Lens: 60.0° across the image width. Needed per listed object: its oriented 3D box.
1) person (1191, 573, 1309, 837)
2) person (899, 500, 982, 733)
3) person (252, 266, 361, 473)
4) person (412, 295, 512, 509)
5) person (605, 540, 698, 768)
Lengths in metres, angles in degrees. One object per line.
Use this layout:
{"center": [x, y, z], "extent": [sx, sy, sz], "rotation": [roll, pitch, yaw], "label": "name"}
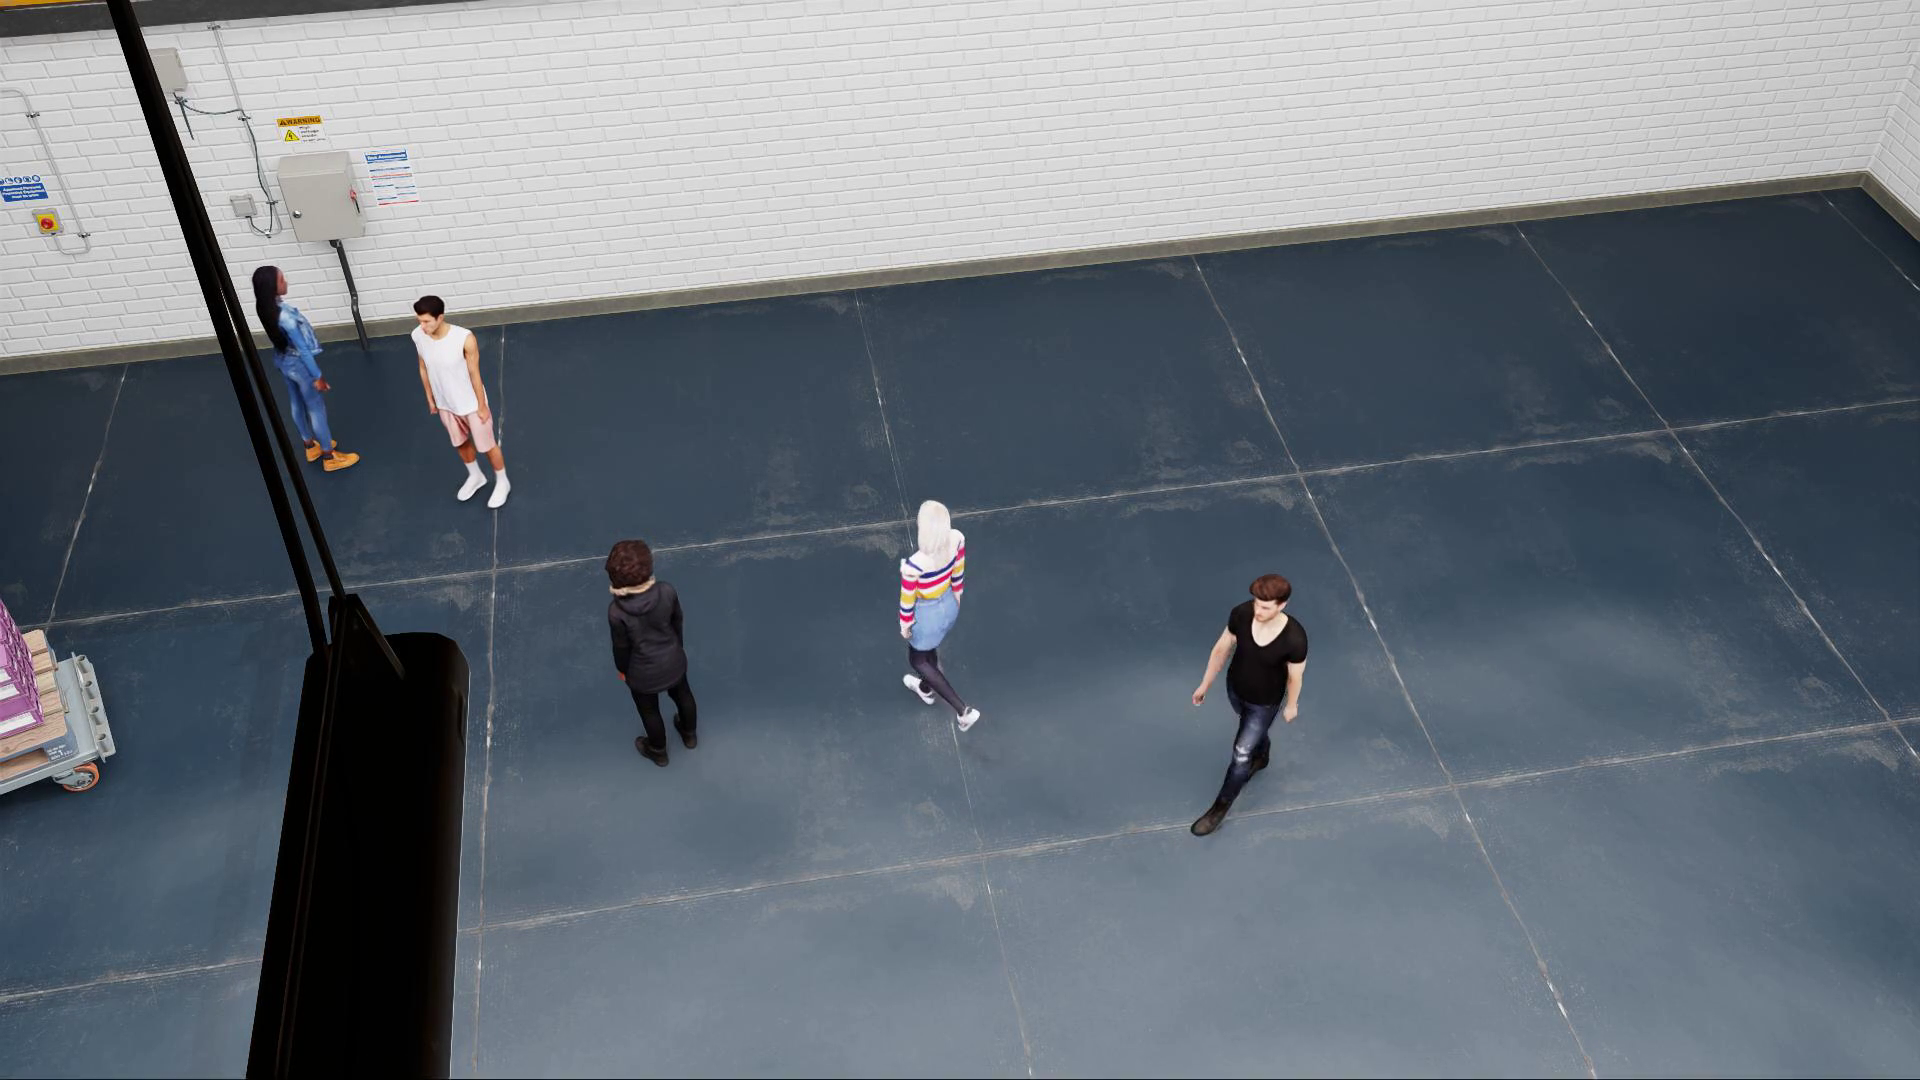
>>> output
{"center": [1.790, 0.836, 9.784], "extent": [1.075, 1.859, 1.113], "rotation": [-32, 52, -29], "label": "person"}
{"center": [-0.121, 0.492, 10.196], "extent": [0.967, 1.791, 1.090], "rotation": [-33, 53, -30], "label": "person"}
{"center": [-4.815, -1.242, 12.073], "extent": [0.649, 1.712, 0.739], "rotation": [32, 52, 29], "label": "person"}
{"center": [-3.522, -1.012, 11.783], "extent": [0.739, 1.778, 0.735], "rotation": [11, 45, 12], "label": "person"}
{"center": [-1.839, 0.698, 9.988], "extent": [0.711, 1.778, 0.724], "rotation": [-26, 49, -24], "label": "person"}
